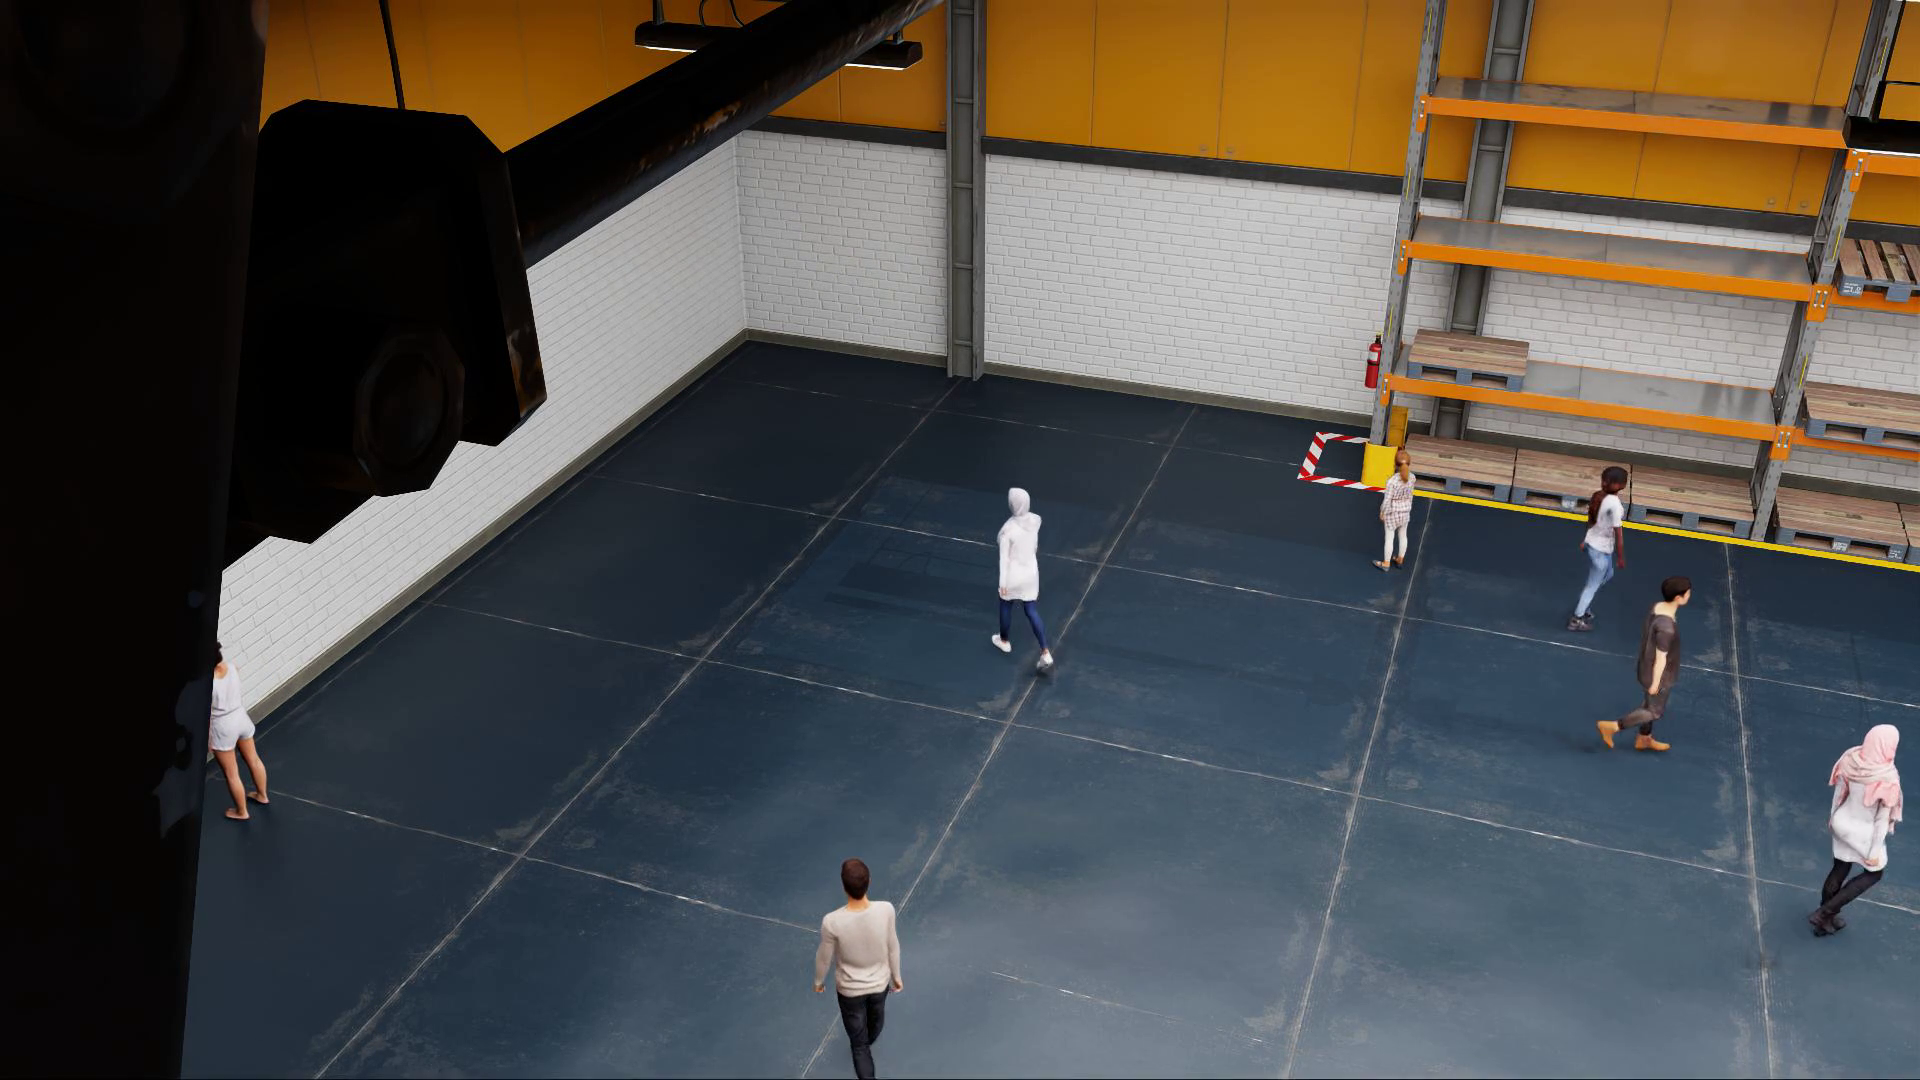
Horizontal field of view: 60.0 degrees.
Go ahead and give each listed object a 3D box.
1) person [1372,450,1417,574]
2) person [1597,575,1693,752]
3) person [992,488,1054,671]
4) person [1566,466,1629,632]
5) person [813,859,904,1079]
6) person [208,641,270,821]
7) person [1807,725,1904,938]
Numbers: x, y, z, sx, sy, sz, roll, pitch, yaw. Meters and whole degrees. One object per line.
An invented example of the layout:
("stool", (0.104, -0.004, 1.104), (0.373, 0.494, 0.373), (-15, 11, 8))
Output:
("person", (4.369, -0.294, 16.598), (0.607, 1.311, 0.674), (-11, 30, -19))
("person", (5.686, 1.045, 13.737), (0.930, 1.700, 0.723), (4, 29, 7))
("person", (0.591, 0.366, 14.929), (1.043, 1.751, 1.141), (-15, 32, -25))
("person", (5.872, 0.101, 15.459), (0.716, 1.709, 0.673), (-1, 29, -1))
("person", (-0.589, 2.818, 10.346), (1.063, 1.835, 1.106), (-10, 30, -18))
("person", (-5.746, 1.458, 13.064), (0.493, 1.620, 0.546), (11, 30, 19))
("person", (6.248, 2.097, 11.710), (0.876, 1.795, 0.820), (-10, 30, -17))
